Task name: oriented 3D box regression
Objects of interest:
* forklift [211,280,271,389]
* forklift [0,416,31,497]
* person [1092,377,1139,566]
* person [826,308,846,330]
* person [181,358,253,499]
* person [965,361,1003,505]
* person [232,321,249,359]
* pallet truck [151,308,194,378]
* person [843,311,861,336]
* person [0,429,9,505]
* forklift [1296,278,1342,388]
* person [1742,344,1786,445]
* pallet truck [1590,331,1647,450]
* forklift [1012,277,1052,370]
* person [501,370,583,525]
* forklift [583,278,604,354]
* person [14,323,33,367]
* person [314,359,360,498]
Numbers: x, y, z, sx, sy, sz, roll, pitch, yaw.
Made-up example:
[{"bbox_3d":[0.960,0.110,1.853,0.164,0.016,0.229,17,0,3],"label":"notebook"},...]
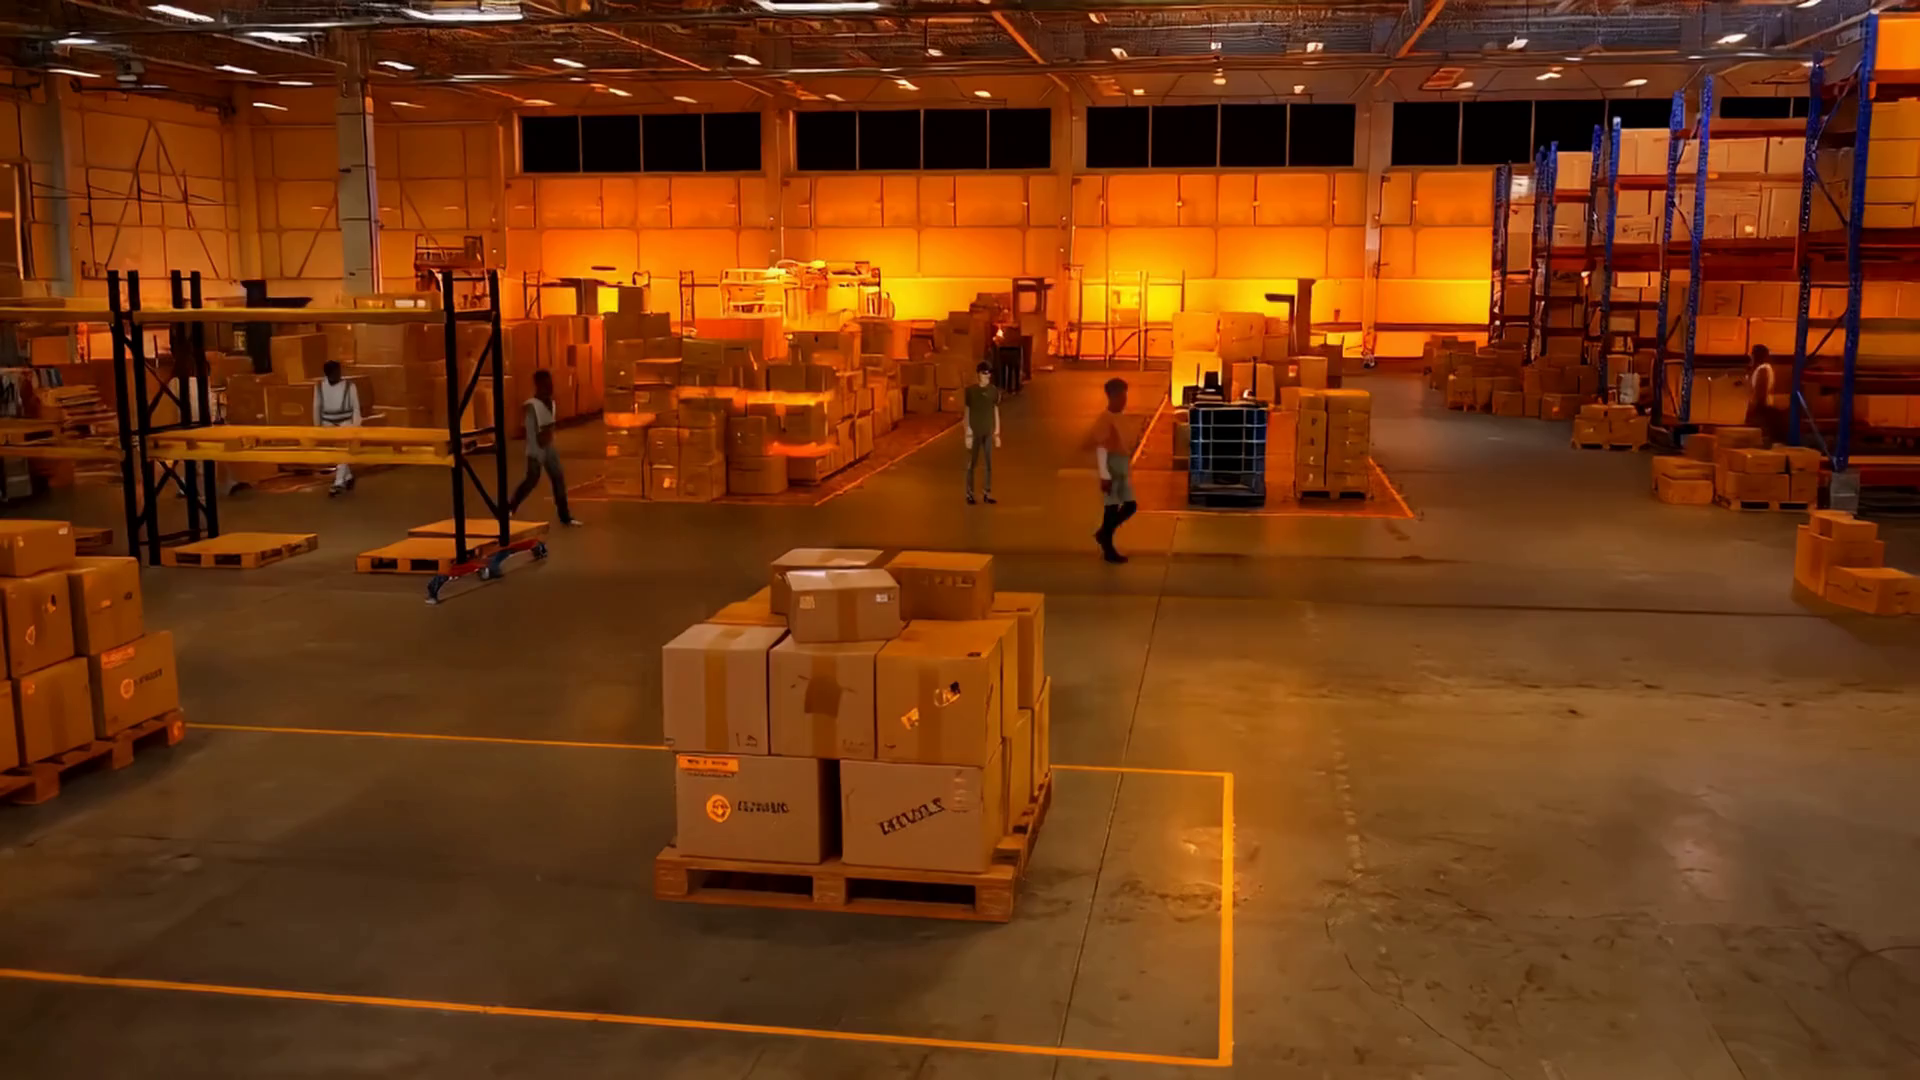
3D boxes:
[{"bbox_3d":[-15.164,-4.224,35.965,1.873,2.768,1.129,-3,10,-16],"label":"forklift"},{"bbox_3d":[-13.352,-1.957,21.985,1.873,2.768,1.129,7,11,36],"label":"forklift"},{"bbox_3d":[1.583,-0.706,17.111,0.452,1.947,0.612,8,12,39],"label":"person"},{"bbox_3d":[-3.671,-5.860,49.005,0.662,1.916,0.702,1,9,7],"label":"person"},{"bbox_3d":[-10.007,-1.504,22.236,0.966,1.888,0.646,-6,11,-31],"label":"person"},{"bbox_3d":[0.308,-1.391,21.599,0.520,1.873,0.333,-3,10,-19],"label":"person"},{"bbox_3d":[-19.949,-5.252,46.116,0.515,1.641,0.314,5,10,27],"label":"person"},{"bbox_3d":[-21.869,-5.598,47.154,0.823,1.965,1.885,4,10,26],"label":"pallet truck"},{"bbox_3d":[-2.961,-5.236,45.164,0.543,1.927,0.395,-6,11,-33],"label":"person"},{"bbox_3d":[-9.579,-0.502,16.221,0.505,1.838,0.349,-5,10,-27],"label":"person"},{"bbox_3d":[8.859,-5.328,42.774,1.873,2.768,1.129,1,9,9],"label":"forklift"},{"bbox_3d":[12.688,-2.145,26.239,0.948,1.885,0.608,3,10,18],"label":"person"},{"bbox_3d":[11.253,-2.573,28.499,0.823,1.965,1.885,5,10,27],"label":"pallet truck"},{"bbox_3d":[2.047,-6.579,50.489,1.129,2.768,1.873,-2,9,-11],"label":"forklift"},{"bbox_3d":[-5.023,-1.090,19.757,0.946,1.875,0.624,2,9,13],"label":"person"},{"bbox_3d":[-10.042,-5.754,45.400,1.873,2.768,1.129,-3,10,-17],"label":"forklift"},{"bbox_3d":[-19.506,-3.556,34.745,0.373,1.939,0.545,-2,9,-11],"label":"person"},{"bbox_3d":[-8.416,-1.530,22.531,0.585,1.846,0.931,1,9,4],"label":"person"}]
